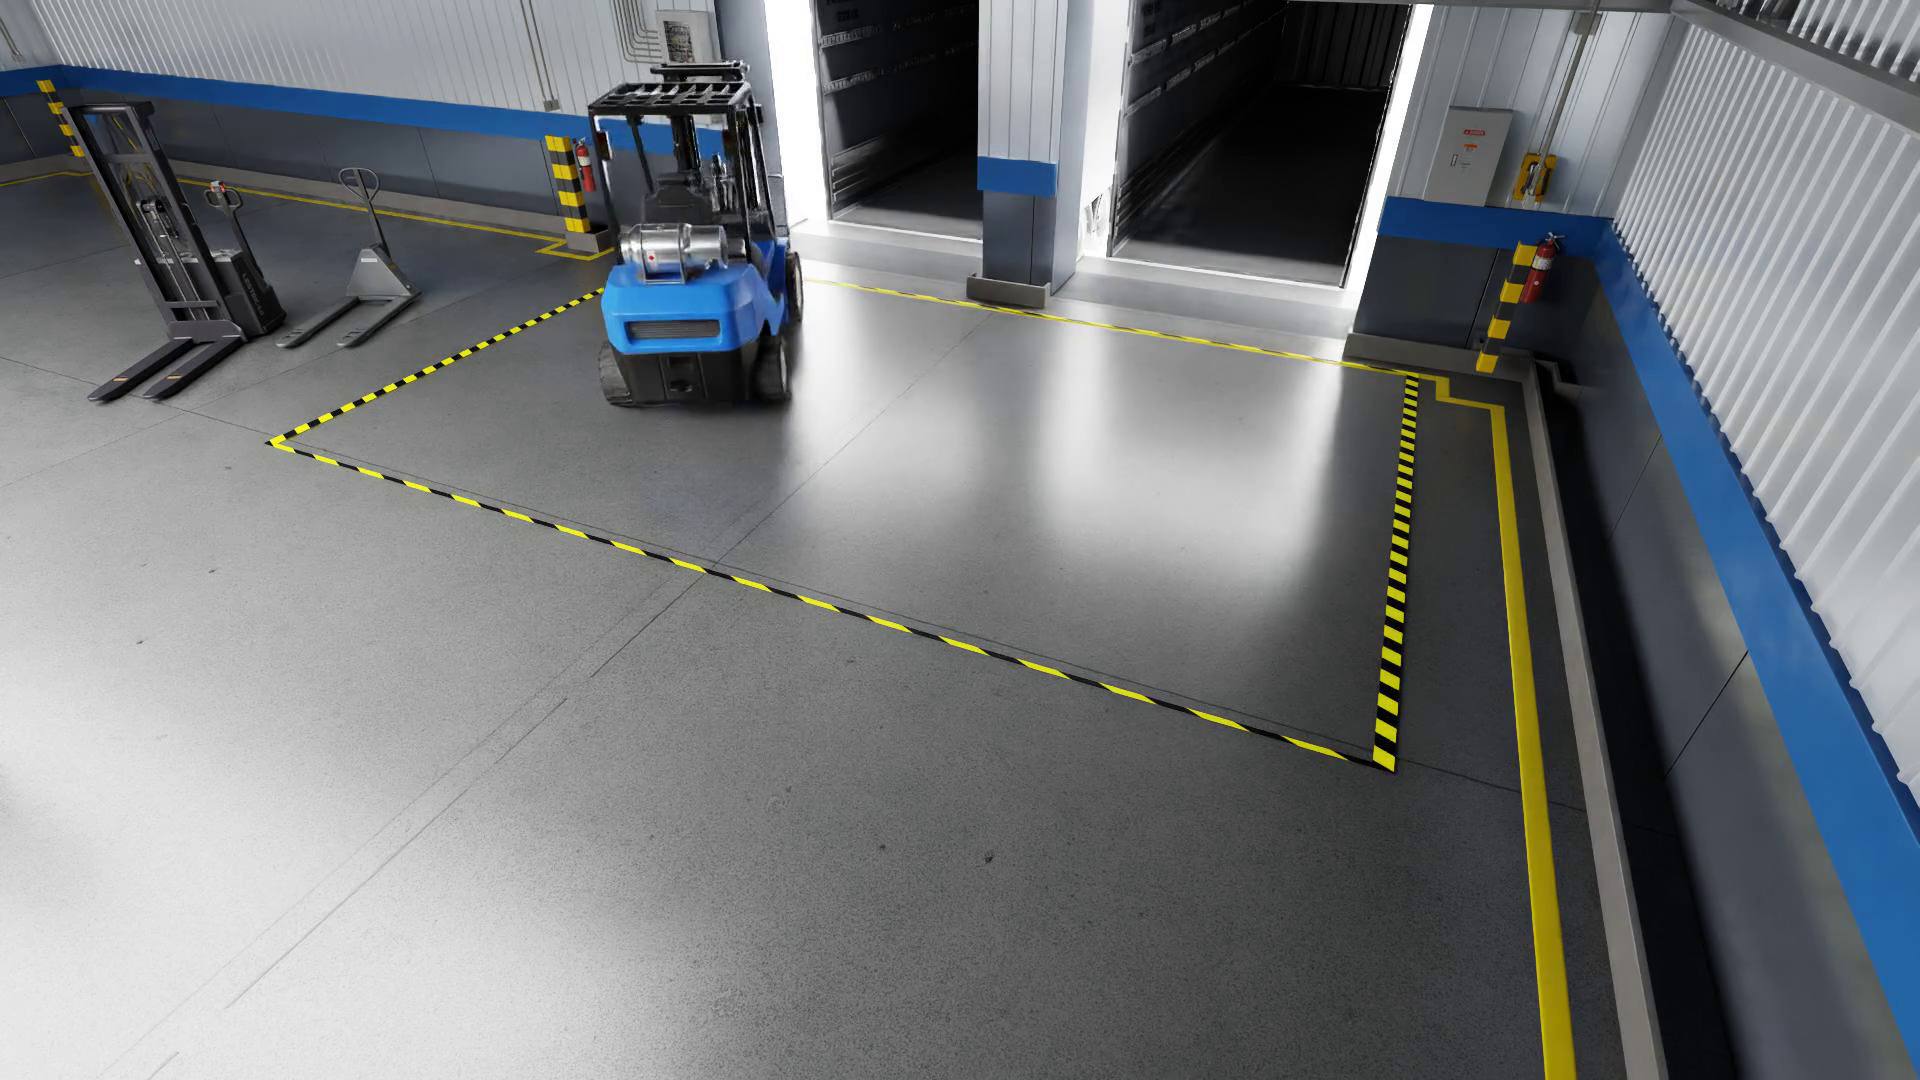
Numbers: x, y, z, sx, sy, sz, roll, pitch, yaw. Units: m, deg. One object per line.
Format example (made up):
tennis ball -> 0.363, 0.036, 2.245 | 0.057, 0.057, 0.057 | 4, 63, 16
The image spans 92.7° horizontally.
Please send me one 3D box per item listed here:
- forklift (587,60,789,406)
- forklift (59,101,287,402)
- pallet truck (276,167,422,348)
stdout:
forklift -> -2.100, -2.552, 7.356 | 1.157, 2.036, 2.680 | -2, 35, -3
forklift -> -6.686, -2.387, 7.434 | 0.823, 1.965, 1.885 | -3, 35, -5
pallet truck -> -5.732, -2.611, 8.414 | 0.680, 1.201, 1.601 | -1, 35, -1
